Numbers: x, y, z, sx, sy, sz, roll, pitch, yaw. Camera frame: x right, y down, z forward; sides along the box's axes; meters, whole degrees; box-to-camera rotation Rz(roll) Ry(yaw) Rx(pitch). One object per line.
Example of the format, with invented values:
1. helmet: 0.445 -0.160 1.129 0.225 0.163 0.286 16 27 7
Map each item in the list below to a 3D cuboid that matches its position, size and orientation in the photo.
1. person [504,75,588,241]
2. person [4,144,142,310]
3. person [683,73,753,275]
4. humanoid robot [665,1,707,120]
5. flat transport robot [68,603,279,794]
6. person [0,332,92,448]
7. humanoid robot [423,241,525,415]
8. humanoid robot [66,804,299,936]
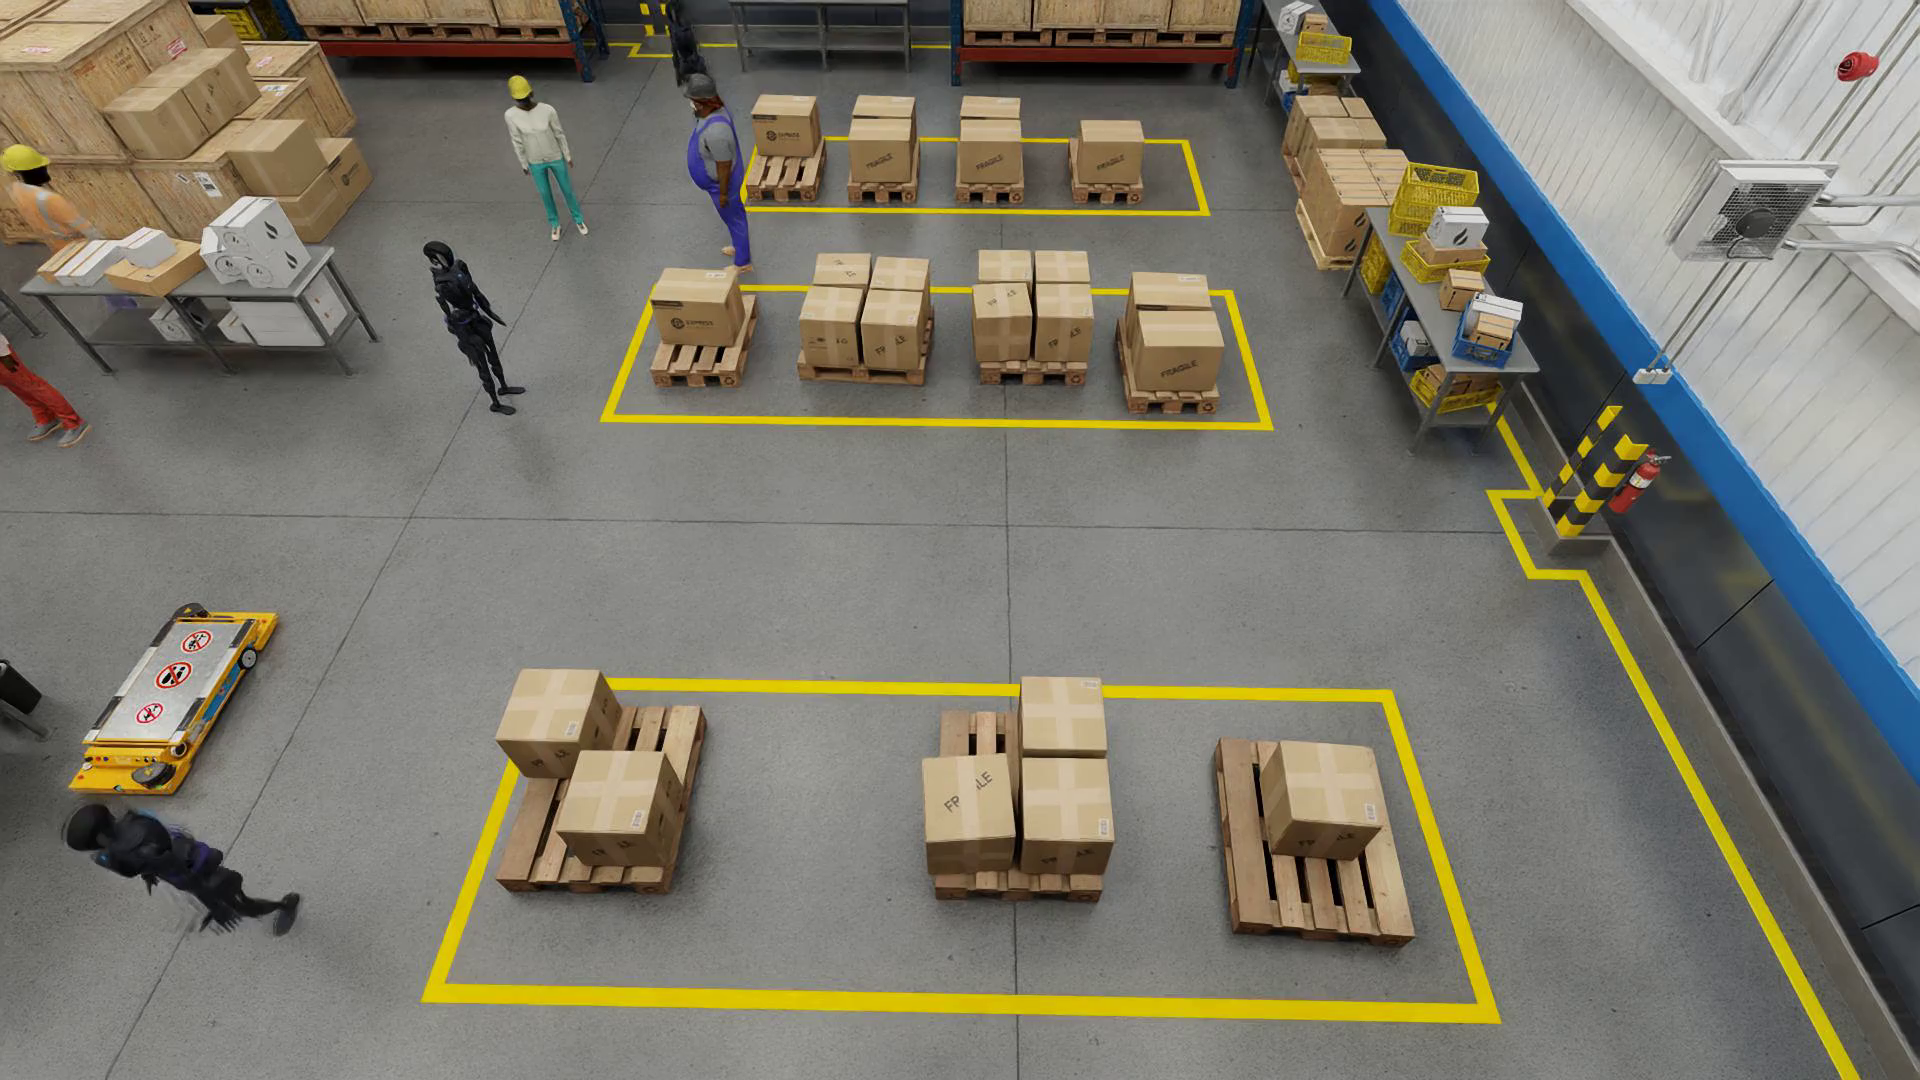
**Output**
1. person: -4.444 -4.075 9.833 0.532 1.766 0.324 -16 52 -13
2. person: -8.216 -2.793 8.658 0.594 1.907 0.530 23 53 18
3. person: -2.466 -3.692 9.332 0.537 2.000 0.673 -7 50 -6
4. humanoid robot: -3.299 -5.739 11.298 0.622 1.645 0.337 36 59 27
5. flat transport robot: -5.504 1.072 6.442 0.652 0.197 1.431 1 50 1
6. person: -8.126 -1.590 7.582 0.610 1.995 0.389 14 51 11
7. humanoid robot: -4.229 -1.851 8.002 0.331 1.657 0.586 1 50 0
8. humanoid robot: -4.175 1.811 4.935 0.699 1.639 0.384 15 51 12
